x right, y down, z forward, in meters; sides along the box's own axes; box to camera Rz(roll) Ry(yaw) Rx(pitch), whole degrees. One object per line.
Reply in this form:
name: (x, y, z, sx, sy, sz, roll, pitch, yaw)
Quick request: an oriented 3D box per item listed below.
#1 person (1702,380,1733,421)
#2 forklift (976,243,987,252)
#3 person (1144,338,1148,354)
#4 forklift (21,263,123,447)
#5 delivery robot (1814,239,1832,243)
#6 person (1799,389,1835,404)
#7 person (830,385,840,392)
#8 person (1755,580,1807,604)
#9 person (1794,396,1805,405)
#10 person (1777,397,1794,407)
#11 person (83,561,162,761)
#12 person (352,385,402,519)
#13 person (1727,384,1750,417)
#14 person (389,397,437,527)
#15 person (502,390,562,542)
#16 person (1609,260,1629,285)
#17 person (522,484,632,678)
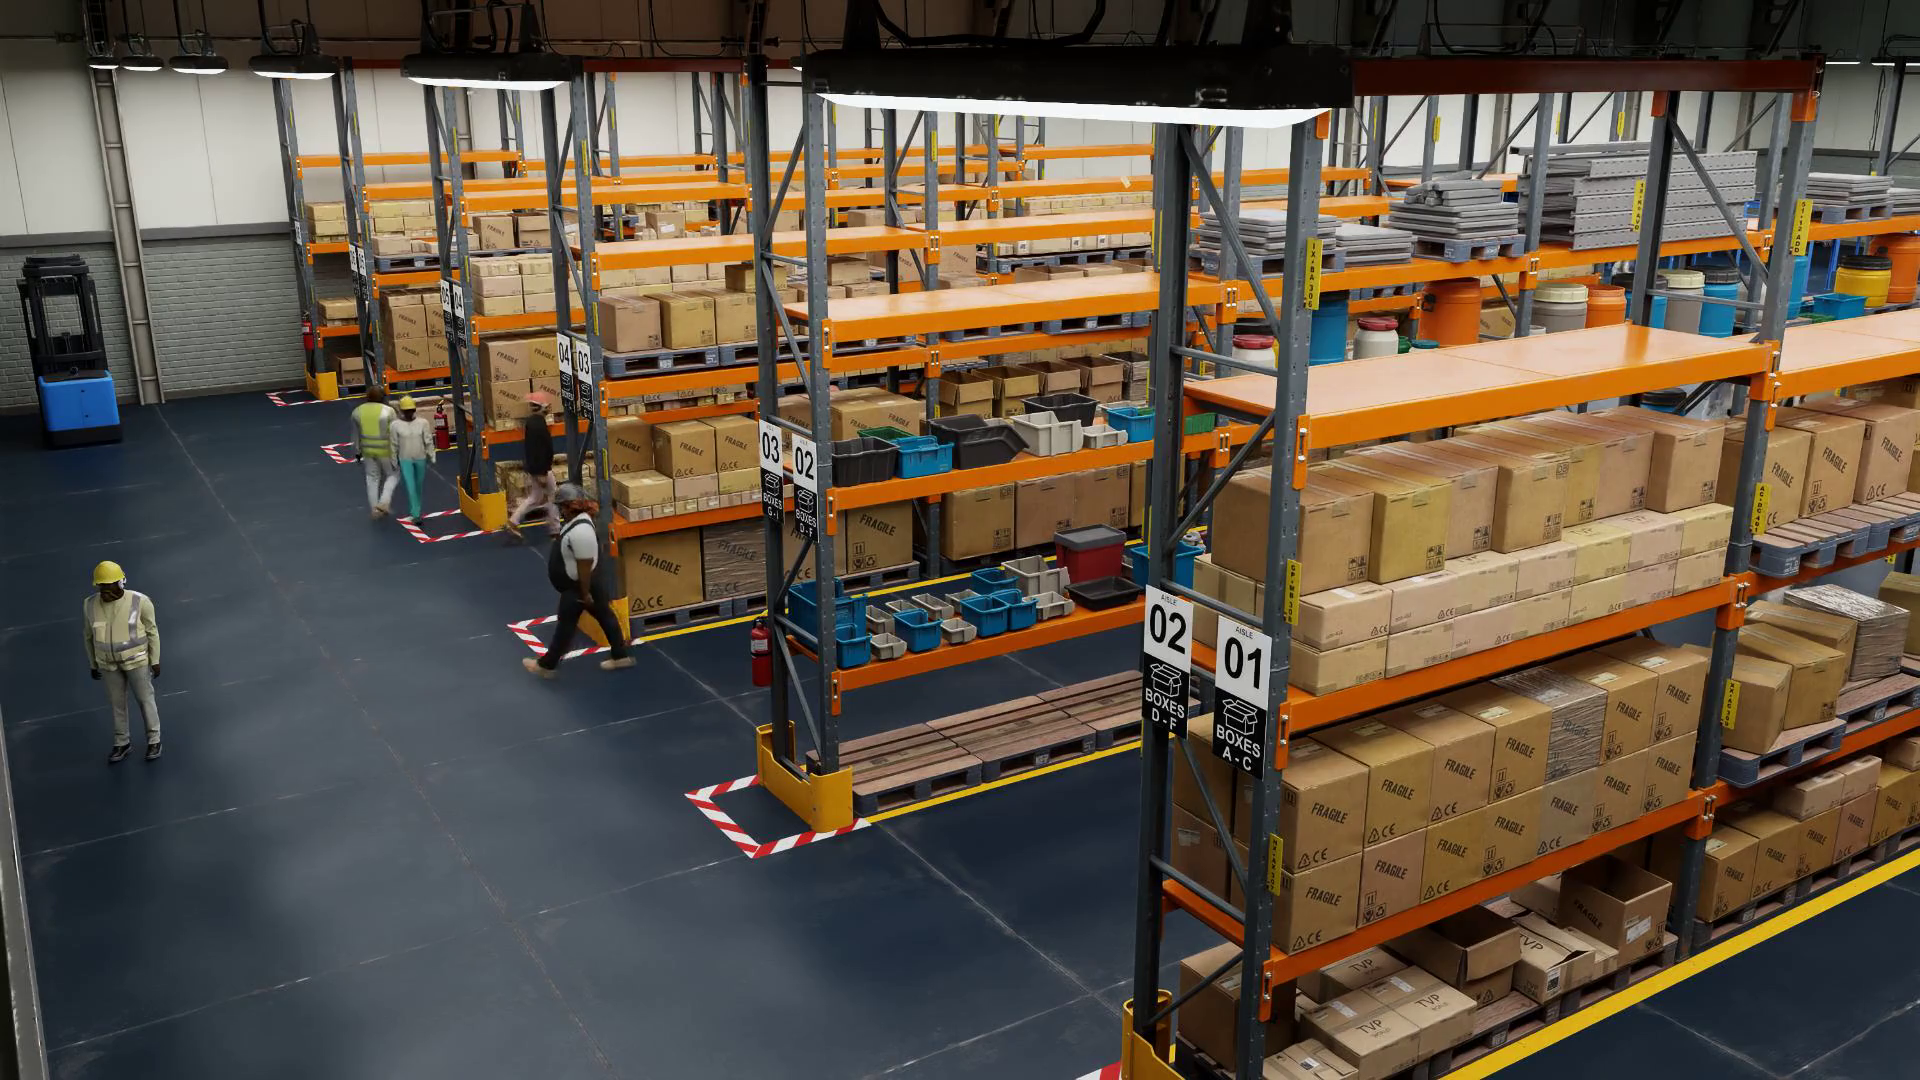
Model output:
person: (12.150, -2.258, 25.116, 0.507, 1.605, 0.783, -8, 19, -23)
forklift: (0.988, -5.474, 34.718, 1.214, 2.155, 2.313, -10, 20, -31)
person: (3.030, -2.289, 24.740, 0.518, 1.876, 0.597, -13, 21, -37)
forklift: (-14.518, -3.079, 25.708, 1.129, 2.768, 1.873, -10, 20, -31)
delivery robot: (28.589, -10.070, 52.396, 0.477, 0.478, 0.707, -11, 20, -31)
person: (12.661, -1.849, 23.358, 0.501, 1.840, 0.528, -11, 20, -32)
person: (-1.632, -0.964, 20.116, 0.391, 2.040, 0.615, -12, 21, -34)
person: (8.192, 0.372, 15.998, 1.014, 1.883, 0.651, -15, 22, -40)
person: (14.540, -2.977, 27.057, 0.429, 1.844, 0.627, -2, 17, -8)
person: (11.881, -1.719, 22.927, 0.514, 1.844, 0.328, -12, 20, -33)
person: (-7.342, 1.056, 13.846, 0.600, 1.830, 0.404, -2, 17, -7)
person: (-7.810, -1.181, 21.199, 0.724, 1.818, 0.440, 3, 17, 10)
person: (11.715, -1.990, 23.674, 0.376, 1.924, 0.595, -2, 17, -7)
person: (-7.227, -1.048, 20.920, 0.549, 1.714, 0.891, -11, 20, -31)
person: (-5.456, -0.923, 20.130, 0.800, 1.959, 0.635, -11, 20, -32)
person: (17.822, -7.609, 42.624, 0.698, 1.614, 0.513, 16, 23, 42)
person: (-3.847, 0.387, 15.762, 1.087, 2.000, 0.693, -2, 17, -8)
